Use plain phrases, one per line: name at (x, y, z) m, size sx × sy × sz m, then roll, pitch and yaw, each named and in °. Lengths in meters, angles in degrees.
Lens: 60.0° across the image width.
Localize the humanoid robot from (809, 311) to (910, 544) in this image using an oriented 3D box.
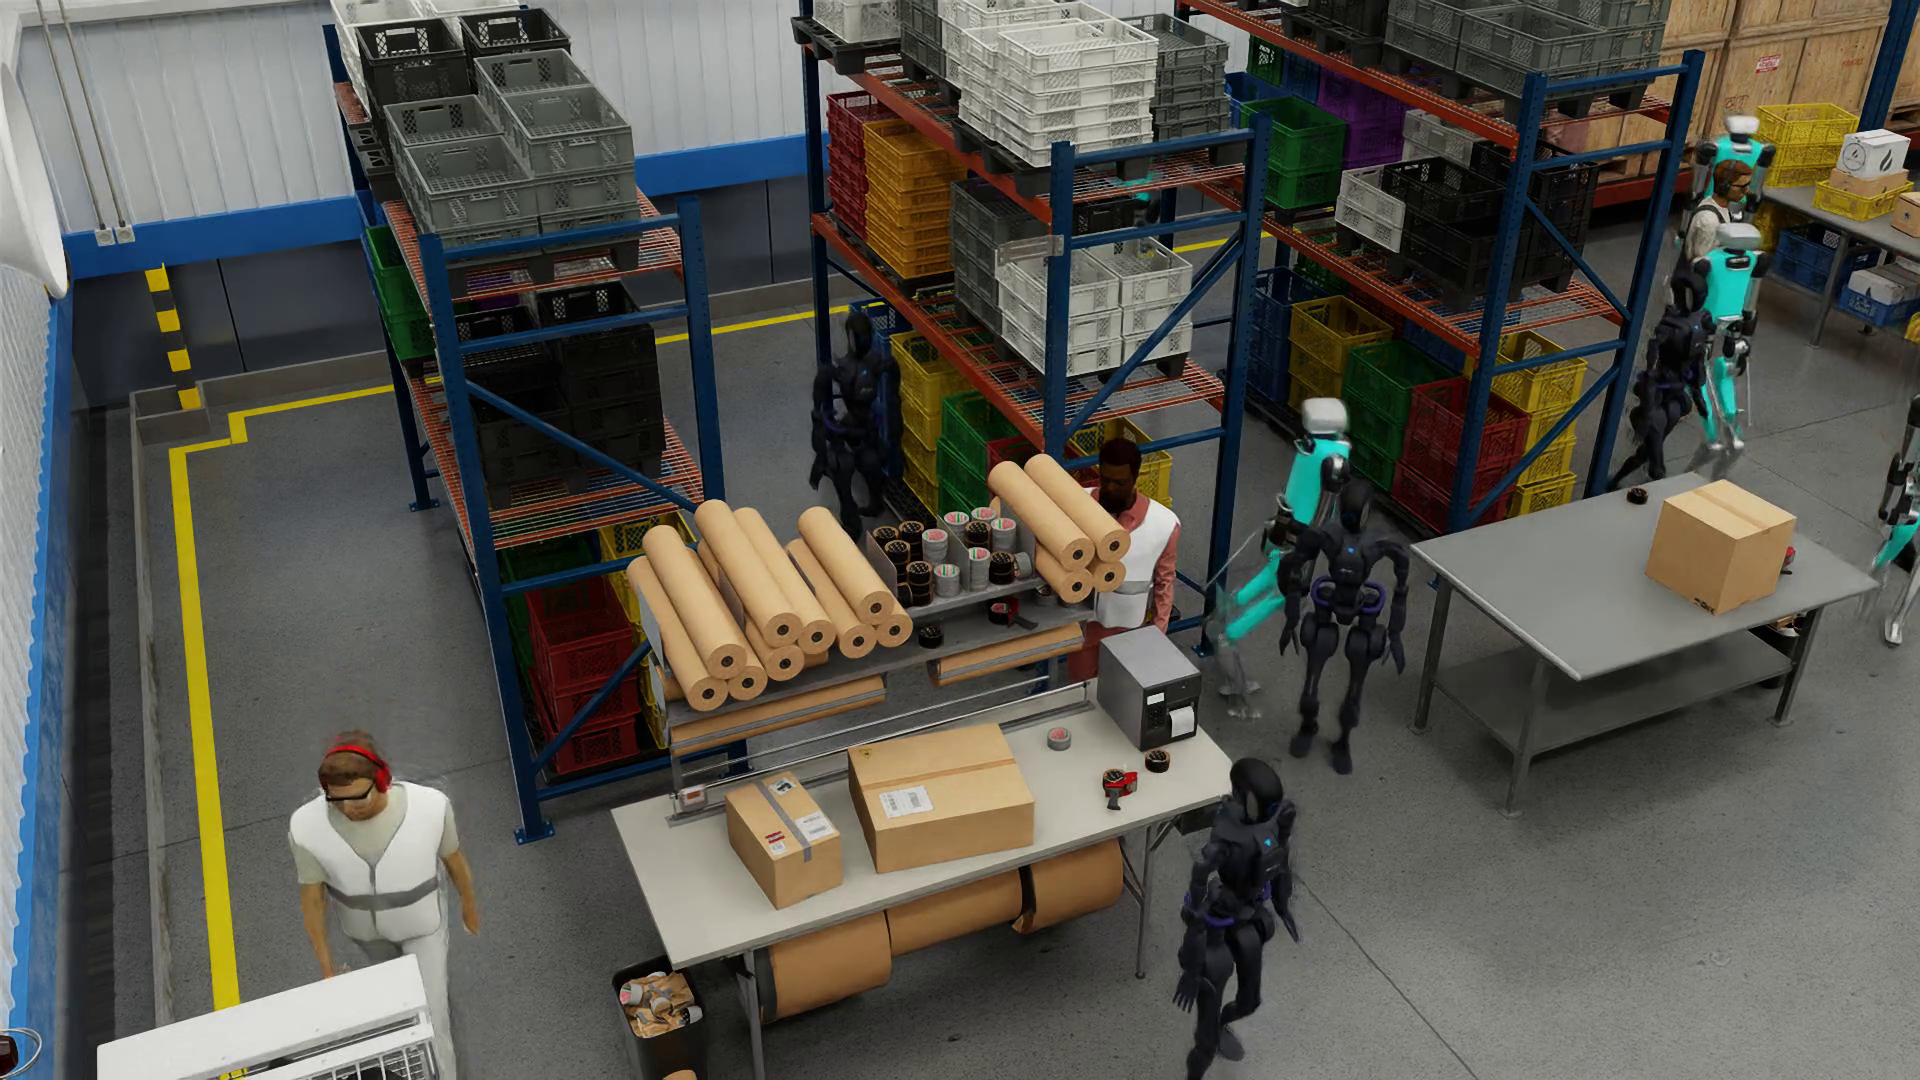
humanoid robot at (-0.634, -0.582, 9.577) m, size 0.601 × 1.634 × 0.581 m, roll -14°, pitch 34°, yaw -21°

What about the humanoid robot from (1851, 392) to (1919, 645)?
humanoid robot at (5.190, -0.163, 8.921) m, size 0.537 × 1.872 × 0.729 m, roll 13°, pitch 34°, yaw 20°

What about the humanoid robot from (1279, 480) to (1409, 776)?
humanoid robot at (1.852, 0.409, 7.978) m, size 0.610 × 1.640 × 0.412 m, roll 9°, pitch 33°, yaw 15°

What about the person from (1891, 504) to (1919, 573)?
person at (5.763, -0.566, 9.326) m, size 0.547 × 1.903 × 0.757 m, roll -12°, pitch 34°, yaw -19°

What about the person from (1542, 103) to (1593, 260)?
person at (4.924, -3.070, 13.535) m, size 0.521 × 1.762 × 0.335 m, roll -25°, pitch 39°, yaw -34°

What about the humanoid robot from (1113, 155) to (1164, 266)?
humanoid robot at (1.090, -2.180, 12.146) m, size 0.774 × 1.824 × 0.537 m, roll -14°, pitch 34°, yaw -21°

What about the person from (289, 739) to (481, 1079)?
person at (-2.102, 1.436, 6.187) m, size 0.563 × 1.785 × 1.032 m, roll -4°, pitch 32°, yaw -6°

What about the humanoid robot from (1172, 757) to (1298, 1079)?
humanoid robot at (1.013, 1.453, 6.285) m, size 0.611 × 1.640 × 0.414 m, roll -24°, pitch 39°, yaw -34°

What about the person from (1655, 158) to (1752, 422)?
person at (4.963, -1.680, 11.210) m, size 0.339 × 1.839 × 0.502 m, roll 14°, pitch 34°, yaw 22°

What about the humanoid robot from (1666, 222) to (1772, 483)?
humanoid robot at (4.695, -0.994, 10.216) m, size 0.540 × 1.825 × 0.666 m, roll -8°, pitch 32°, yaw -12°

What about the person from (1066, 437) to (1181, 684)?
person at (0.700, 0.371, 7.793) m, size 0.590 × 1.922 × 0.393 m, roll 10°, pitch 33°, yaw 16°

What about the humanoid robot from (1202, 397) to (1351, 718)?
humanoid robot at (1.494, 0.119, 8.356) m, size 0.758 × 1.765 × 0.532 m, roll -3°, pitch 32°, yaw -5°

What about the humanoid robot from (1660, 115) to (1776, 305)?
humanoid robot at (5.633, -2.438, 12.580) m, size 0.544 × 1.780 × 1.006 m, roll 4°, pitch 32°, yaw 7°

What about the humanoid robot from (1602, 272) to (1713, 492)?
humanoid robot at (4.298, -0.848, 10.053) m, size 0.603 × 1.631 × 0.778 m, roll -18°, pitch 36°, yaw -27°
